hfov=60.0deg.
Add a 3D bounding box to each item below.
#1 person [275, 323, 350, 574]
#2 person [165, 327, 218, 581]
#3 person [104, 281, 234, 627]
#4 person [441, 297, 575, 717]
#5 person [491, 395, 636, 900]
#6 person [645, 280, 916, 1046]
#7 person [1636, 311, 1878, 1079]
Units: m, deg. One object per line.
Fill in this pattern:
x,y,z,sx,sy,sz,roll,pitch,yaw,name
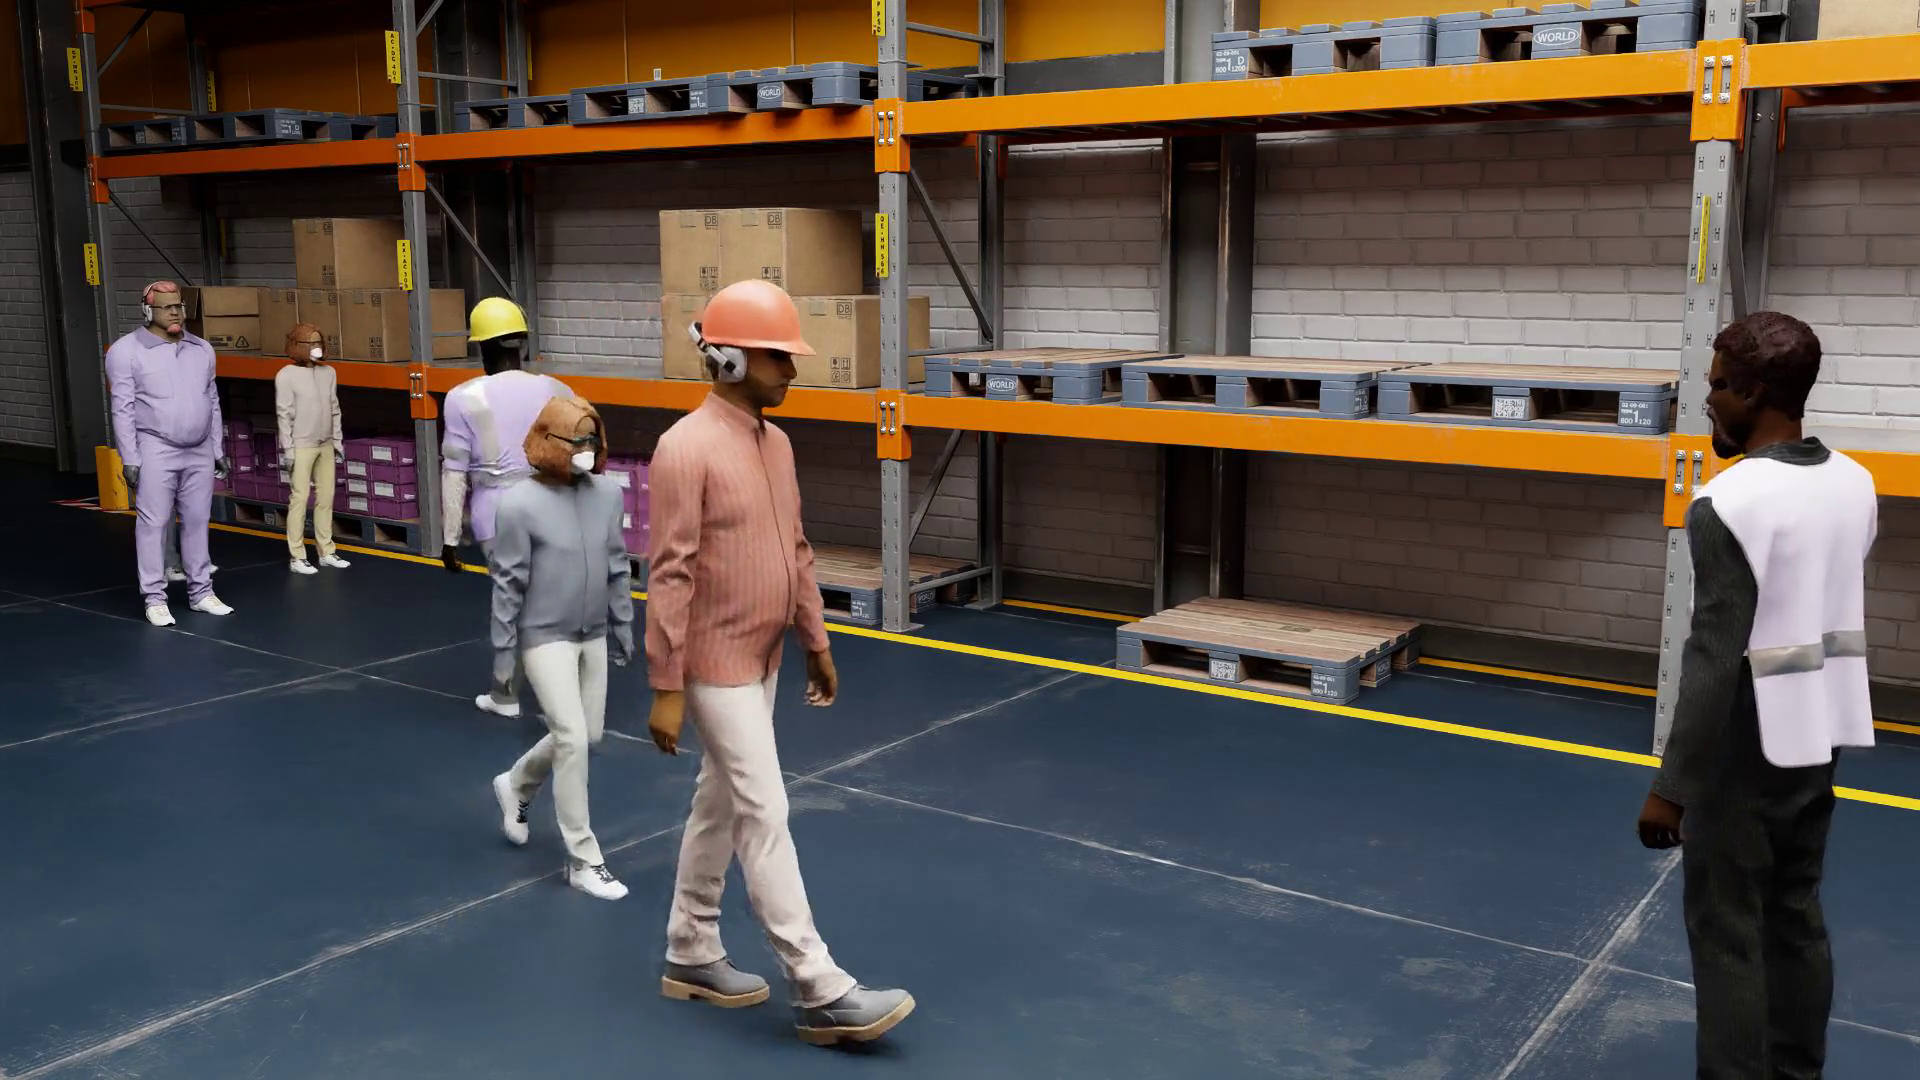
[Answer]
-4.218,-0.587,10.824,0.281,1.611,0.499,4,10,23,person
-5.004,-0.558,10.595,0.288,1.631,0.540,3,10,18,person
-4.399,-0.485,9.327,0.409,1.909,0.641,6,11,32,person
-1.859,-0.083,7.041,0.995,1.880,0.583,9,13,44,person
-1.332,0.321,5.421,0.694,1.606,0.513,6,11,34,person
-0.464,0.319,4.346,0.823,1.962,0.649,3,10,17,person
1.767,0.465,3.668,0.602,1.912,0.400,-7,12,-36,person
